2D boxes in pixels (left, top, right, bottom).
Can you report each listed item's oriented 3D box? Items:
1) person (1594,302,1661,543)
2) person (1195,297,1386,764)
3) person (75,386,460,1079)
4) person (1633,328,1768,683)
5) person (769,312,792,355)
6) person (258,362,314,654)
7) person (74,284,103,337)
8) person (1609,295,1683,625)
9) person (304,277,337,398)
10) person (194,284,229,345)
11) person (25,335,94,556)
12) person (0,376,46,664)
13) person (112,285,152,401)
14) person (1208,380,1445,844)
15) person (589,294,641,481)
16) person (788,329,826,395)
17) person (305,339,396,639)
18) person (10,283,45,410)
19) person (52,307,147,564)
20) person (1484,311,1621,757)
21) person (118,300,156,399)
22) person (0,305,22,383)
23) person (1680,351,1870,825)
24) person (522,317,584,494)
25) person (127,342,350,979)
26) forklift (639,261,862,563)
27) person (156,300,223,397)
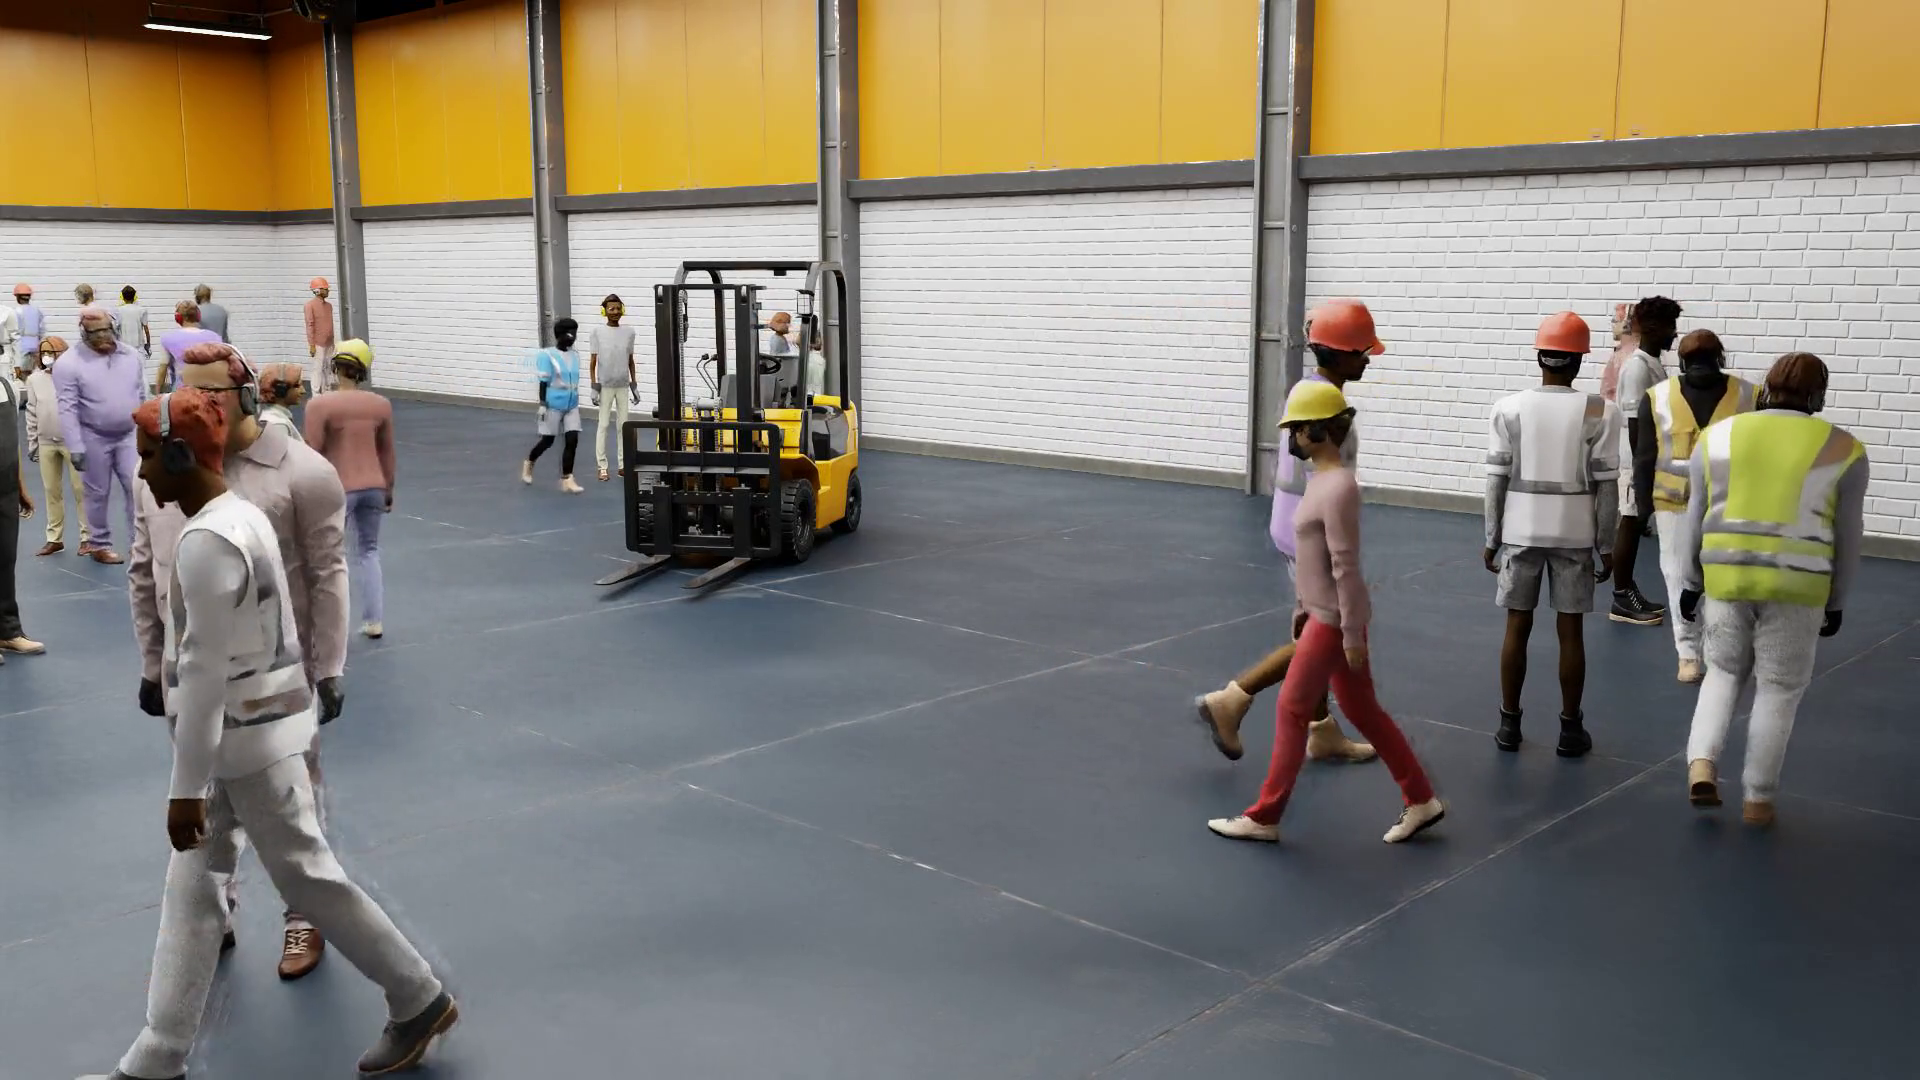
[{"bbox_3d":[5.134,-0.871,12.665,0.879,1.872,0.639,9,13,42],"label":"person"},{"bbox_3d":[1.410,-0.004,6.946,0.750,2.011,0.635,0,9,-1],"label":"person"},{"bbox_3d":[-1.784,0.525,4.253,0.956,1.837,0.658,-4,10,-21],"label":"person"},{"bbox_3d":[3.794,-0.174,8.552,0.645,1.820,0.444,4,10,23],"label":"person"},{"bbox_3d":[-2.061,-1.812,19.193,0.289,1.625,0.503,1,9,6],"label":"person"},{"bbox_3d":[-3.616,-0.131,8.876,0.318,1.629,0.516,-4,10,-22],"label":"person"},{"bbox_3d":[-11.901,-2.515,22.641,0.852,1.906,0.662,-2,9,-11],"label":"person"},{"bbox_3d":[4.120,-0.486,10.020,0.367,1.966,0.605,5,10,27],"label":"person"},{"bbox_3d":[-9.659,-2.976,25.186,0.371,1.997,0.622,2,10,13],"label":"person"},{"bbox_3d":[-10.150,-2.510,22.567,0.557,1.925,0.647,4,10,21],"label":"person"},{"bbox_3d":[-6.648,-0.694,12.310,0.498,1.633,0.282,0,9,-1],"label":"person"},{"bbox_3d":[-5.238,-0.254,8.969,0.349,1.846,0.506,3,10,17],"label":"person"},{"bbox_3d":[-12.606,-2.936,25.338,0.516,1.872,0.327,-6,11,-31],"label":"person"},{"bbox_3d":[1.399,0.277,6.091,0.849,1.721,0.526,2,9,10],"label":"person"},{"bbox_3d":[-3.472,-1.529,16.743,0.521,1.862,0.327,-6,11,-33],"label":"person"},{"bbox_3d":[-1.506,-1.269,15.953,0.500,1.595,0.829,6,11,32],"label":"person"},{"bbox_3d":[-3.501,-0.266,9.430,0.388,1.723,0.698,7,12,38],"label":"person"},{"bbox_3d":[-13.876,-2.865,24.756,0.800,1.915,0.574,3,10,20],"label":"person"},{"bbox_3d":[-5.986,-0.707,11.726,0.869,1.846,0.688,7,12,38],"label":"person"},{"bbox_3d":[2.579,-0.024,7.275,0.552,1.935,0.369,4,10,24],"label":"person"},{"bbox_3d":[-13.366,-3.086,26.751,0.495,1.709,0.856,2,9,10],"label":"person"},{"bbox_3d":[-11.485,-2.110,19.739,0.616,2.041,0.382,-1,9,-9],"label":"person"},{"bbox_3d":[3.068,0.196,6.327,0.634,1.816,0.475,7,12,38],"label":"person"},{"bbox_3d":[-3.858,-1.286,15.799,0.704,1.665,0.550,7,11,36],"label":"person"},{"bbox_3d":[-2.157,0.368,4.963,0.643,1.910,0.400,1,9,4],"label":"person"},{"bbox_3d":[-1.552,-1.040,12.721,1.214,2.155,2.313,2,9,11],"label":"forklift"},{"bbox_3d":[-7.406,-1.377,15.953,0.890,1.809,0.583,8,12,42],"label":"person"}]
